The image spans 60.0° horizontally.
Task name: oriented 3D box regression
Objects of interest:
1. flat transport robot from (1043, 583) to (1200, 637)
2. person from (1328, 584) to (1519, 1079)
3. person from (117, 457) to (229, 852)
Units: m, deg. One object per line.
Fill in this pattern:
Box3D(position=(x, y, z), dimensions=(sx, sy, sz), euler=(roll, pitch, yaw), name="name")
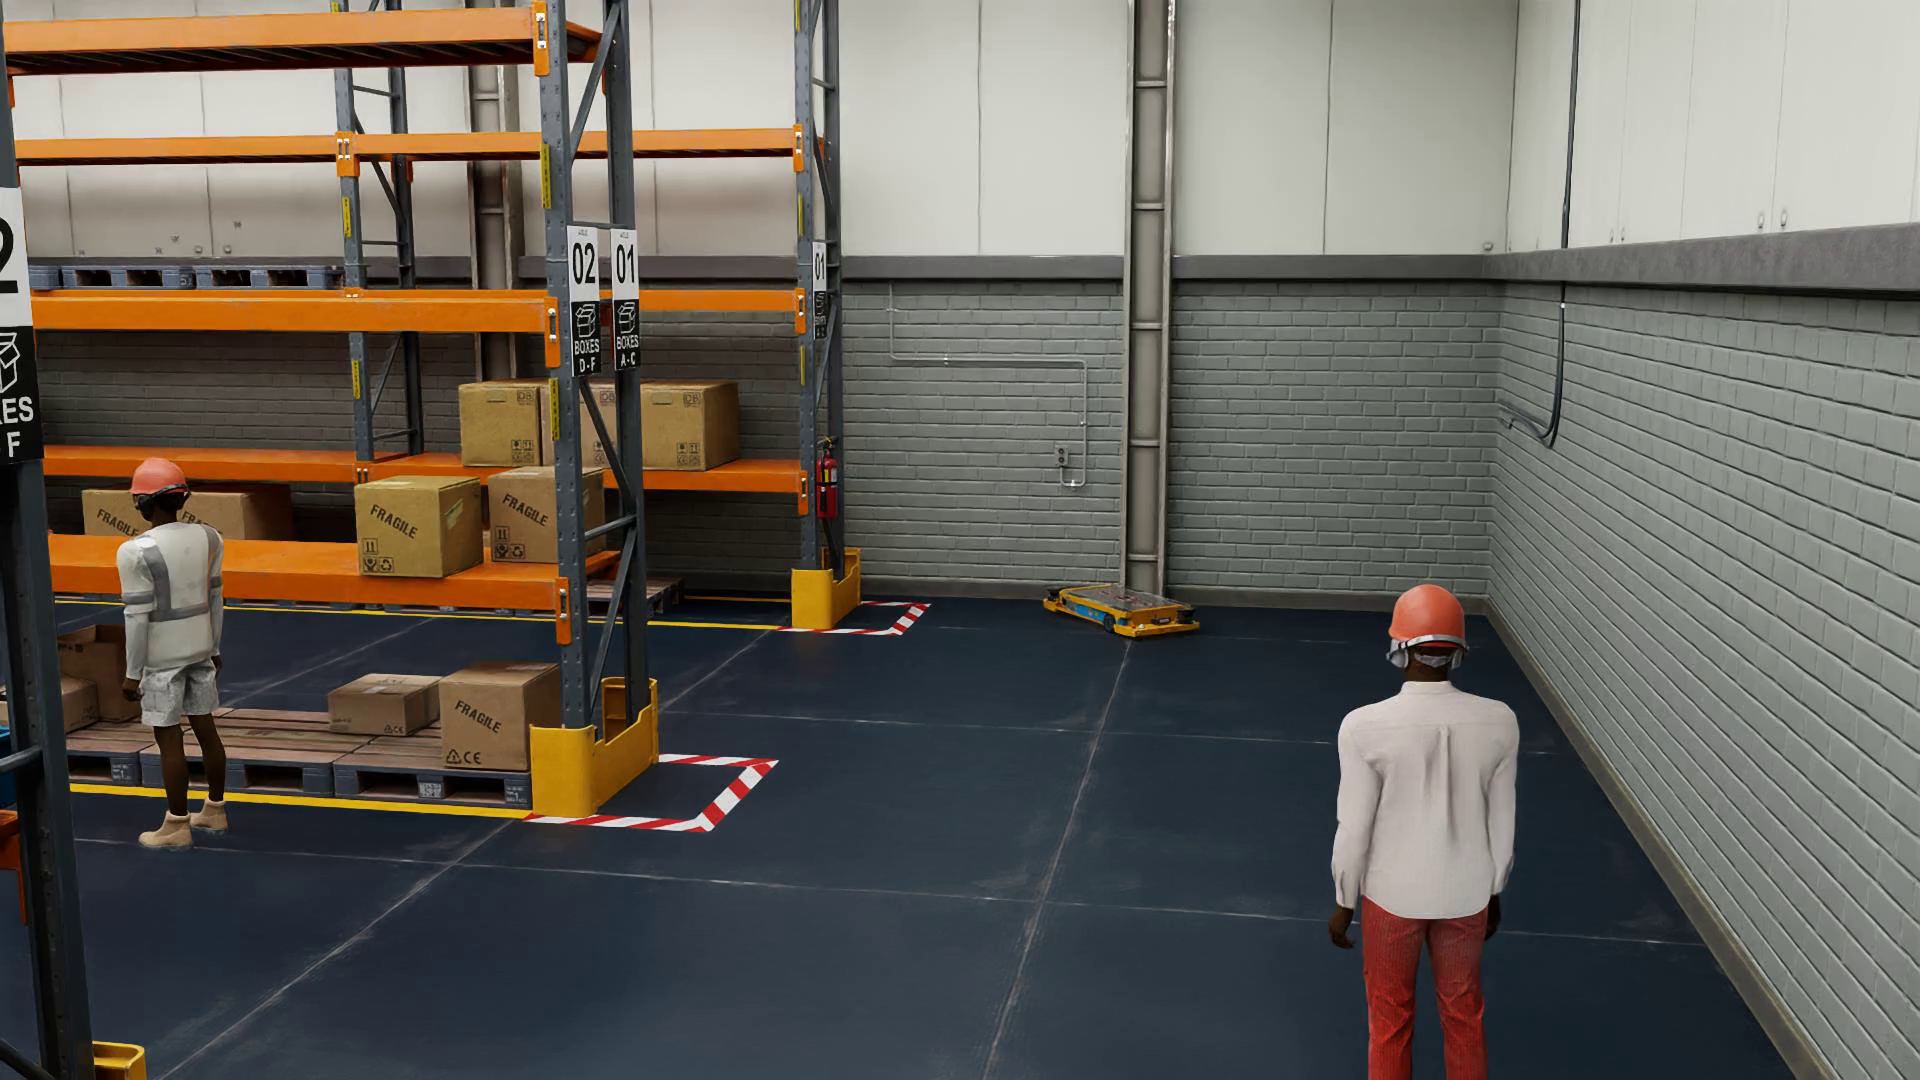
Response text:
Box3D(position=(1.355, 0.577, 14.181), dimensions=(0.652, 0.197, 1.431), euler=(-5, 10, -28), name="flat transport robot")
Box3D(position=(1.490, 1.132, 5.401), dimensions=(0.613, 1.995, 0.390), euler=(-1, 9, -7), name="person")
Box3D(position=(-4.085, 0.589, 8.620), dimensions=(0.371, 2.044, 0.608), euler=(4, 10, 21), name="person")
